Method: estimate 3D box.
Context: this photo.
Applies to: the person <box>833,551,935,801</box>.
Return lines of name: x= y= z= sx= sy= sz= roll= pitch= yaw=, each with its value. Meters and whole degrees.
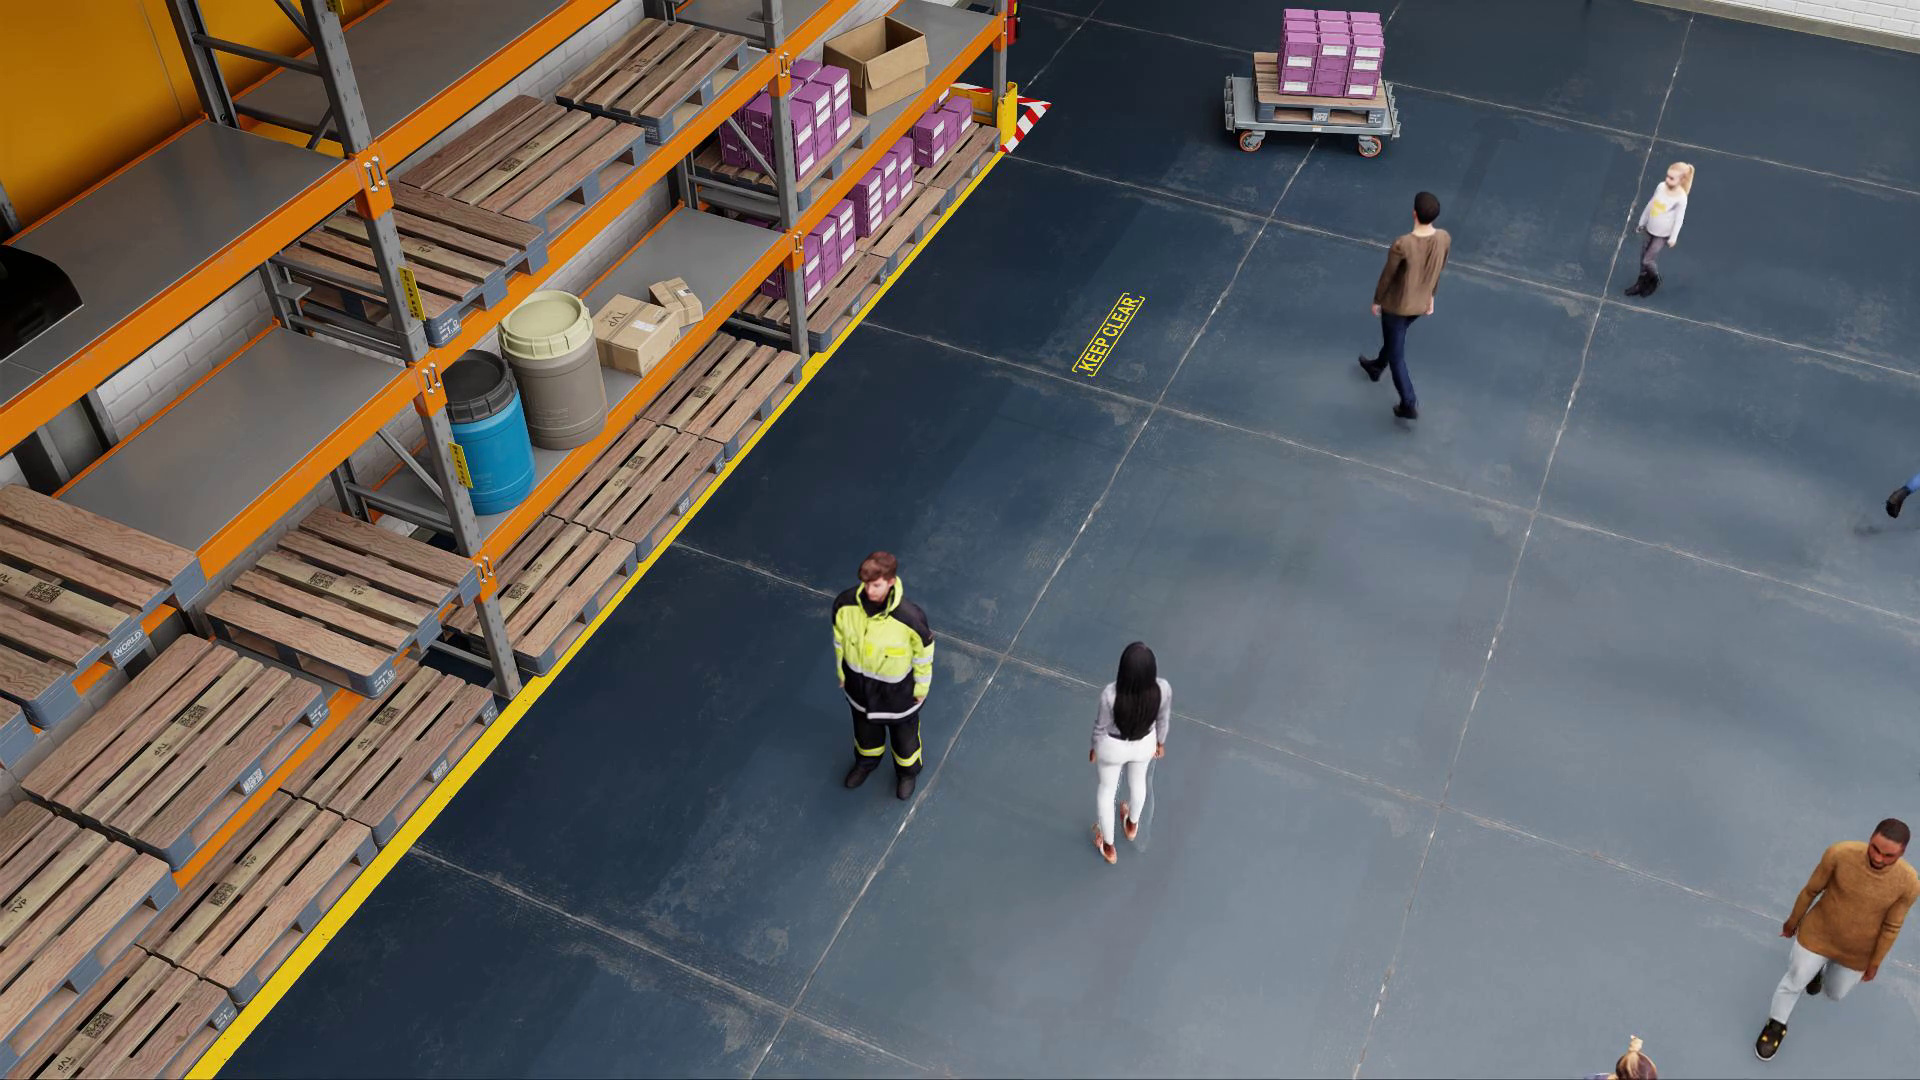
person: x=-0.449 y=0.790 z=9.939 sx=0.786 sy=1.982 sz=0.664 roll=13 pitch=45 yaw=13

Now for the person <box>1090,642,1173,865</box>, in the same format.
person: x=0.975 y=1.224 z=9.671 sx=0.776 sy=1.725 sz=0.838 roll=-7 pitch=44 yaw=-7

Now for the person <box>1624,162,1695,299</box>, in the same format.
person: x=5.949 y=-2.624 z=14.039 sx=0.662 sy=1.270 sz=0.602 roll=-15 pitch=46 yaw=-15

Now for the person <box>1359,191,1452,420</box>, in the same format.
person: x=3.442 y=-1.761 z=12.711 sx=1.160 sy=1.854 sz=1.202 roll=-15 pitch=46 yaw=-16

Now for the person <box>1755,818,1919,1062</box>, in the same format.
person: x=4.645 y=2.035 z=8.761 sx=0.717 sy=1.805 sz=0.972 roll=24 pitch=48 yaw=23
